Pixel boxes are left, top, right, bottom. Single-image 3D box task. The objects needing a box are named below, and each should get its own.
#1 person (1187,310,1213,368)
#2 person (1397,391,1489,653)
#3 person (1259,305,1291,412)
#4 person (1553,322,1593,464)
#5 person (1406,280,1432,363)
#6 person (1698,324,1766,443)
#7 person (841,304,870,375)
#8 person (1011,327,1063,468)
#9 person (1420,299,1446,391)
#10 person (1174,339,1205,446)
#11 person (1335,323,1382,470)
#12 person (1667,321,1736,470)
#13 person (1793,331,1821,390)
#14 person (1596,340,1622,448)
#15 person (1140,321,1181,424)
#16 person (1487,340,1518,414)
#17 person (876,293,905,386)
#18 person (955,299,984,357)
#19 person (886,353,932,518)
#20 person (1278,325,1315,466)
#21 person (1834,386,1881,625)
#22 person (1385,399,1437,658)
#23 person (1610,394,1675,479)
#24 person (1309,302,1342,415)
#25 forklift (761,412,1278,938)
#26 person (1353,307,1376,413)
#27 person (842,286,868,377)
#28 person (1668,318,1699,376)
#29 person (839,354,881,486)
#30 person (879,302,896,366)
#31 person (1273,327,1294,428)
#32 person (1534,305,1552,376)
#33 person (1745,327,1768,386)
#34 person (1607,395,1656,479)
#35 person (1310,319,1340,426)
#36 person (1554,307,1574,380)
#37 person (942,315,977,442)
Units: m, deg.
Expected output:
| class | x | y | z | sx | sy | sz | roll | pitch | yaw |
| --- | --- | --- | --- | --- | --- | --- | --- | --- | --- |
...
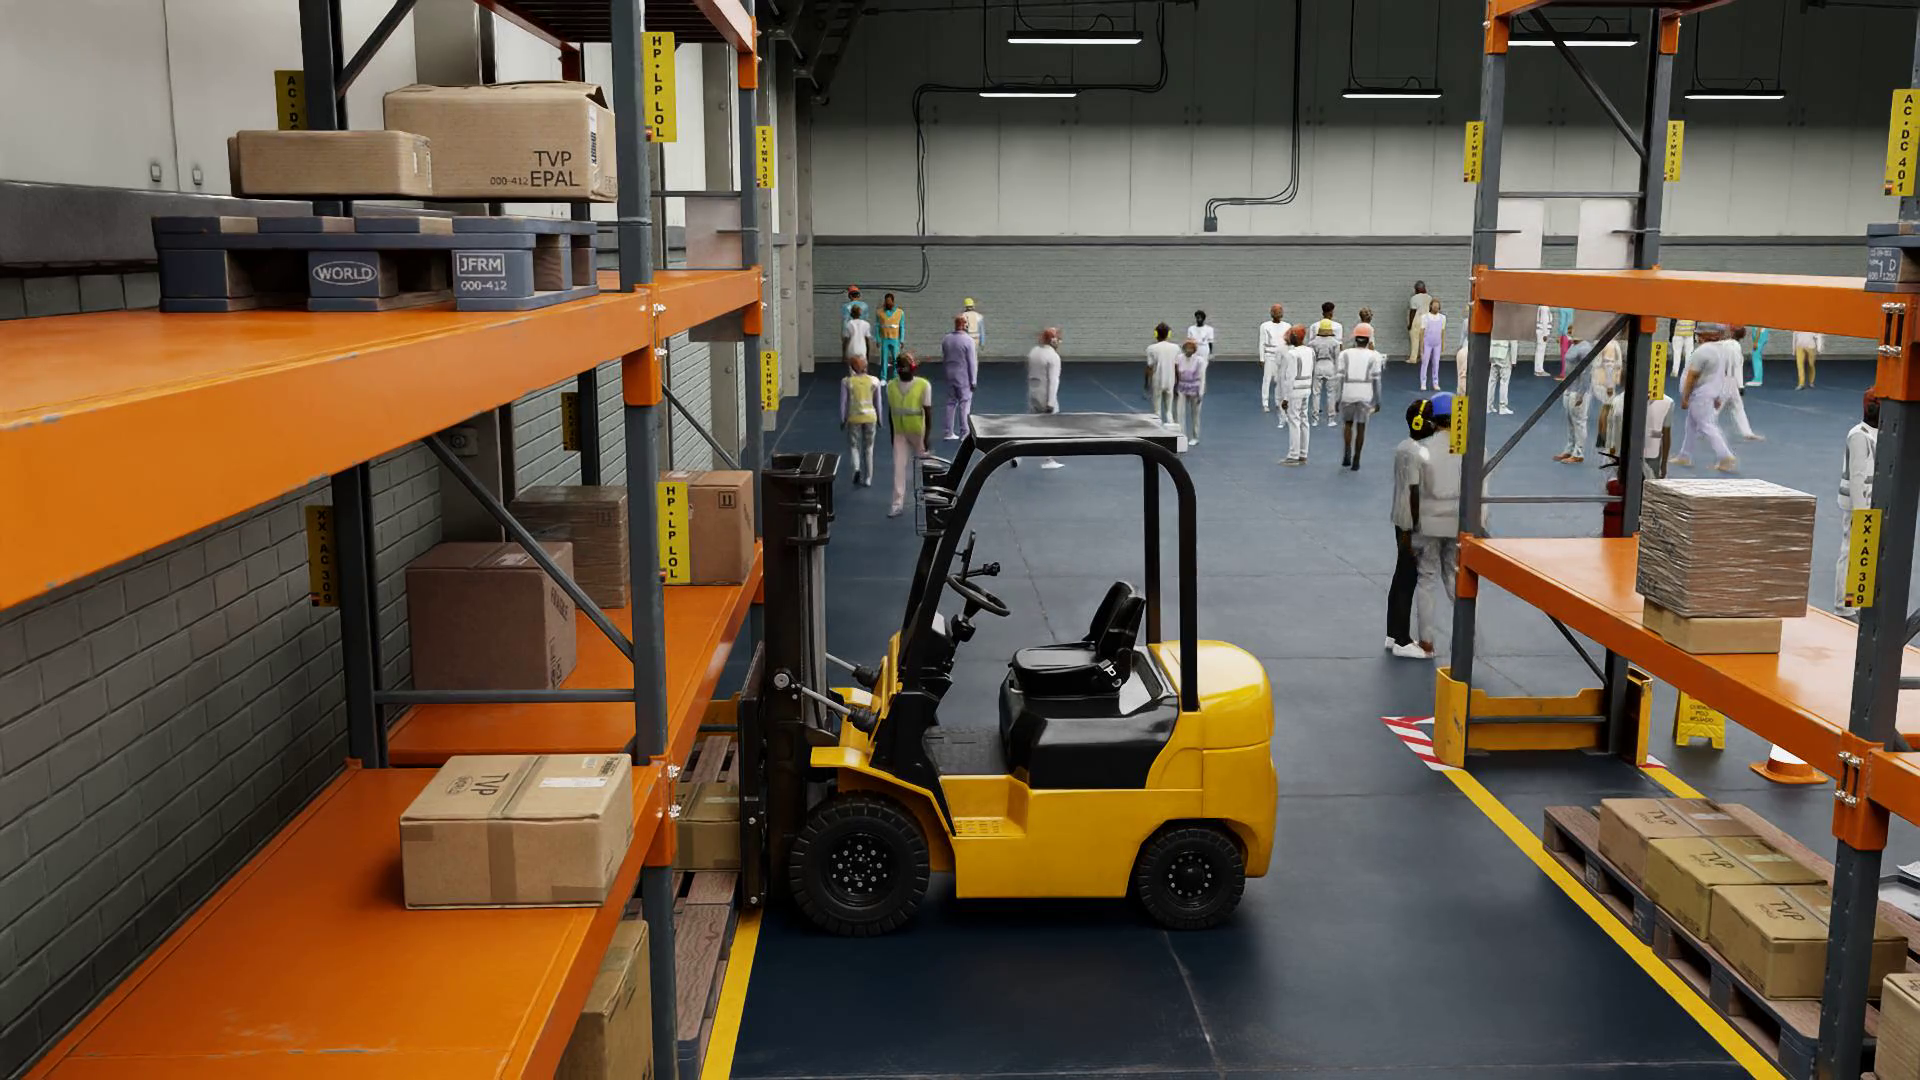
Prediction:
| class | x | y | z | sx | sy | sz | roll | pitch | yaw |
| --- | --- | --- | --- | --- | --- | --- | --- | --- | --- |
| person | 4.671 | -3.630 | 32.298 | 0.535 | 1.678 | 0.599 | 6 | 12 | 29 |
| person | 3.462 | -0.098 | 11.932 | 0.623 | 1.927 | 0.554 | 0 | 10 | -2 |
| person | 5.541 | -3.188 | 29.256 | 0.574 | 1.884 | 0.356 | -2 | 10 | -12 |
| person | 8.311 | -1.993 | 22.463 | 0.372 | 1.934 | 0.627 | 0 | 10 | 2 |
| person | 11.292 | -5.386 | 41.066 | 0.689 | 2.000 | 0.539 | -6 | 12 | -30 |
| person | 11.464 | -2.340 | 24.707 | 1.009 | 1.831 | 0.589 | 3 | 11 | 15 |
| person | -1.933 | -3.429 | 30.733 | 0.504 | 1.826 | 0.630 | -4 | 11 | -20 |
| person | 1.019 | -1.851 | 21.864 | 0.666 | 1.874 | 0.662 | -7 | 12 | -33 |
| person | 9.495 | -3.917 | 33.426 | 0.507 | 1.847 | 0.345 | -1 | 10 | -3 |
| person | 3.320 | -2.129 | 24.172 | 0.525 | 1.579 | 0.838 | 6 | 12 | 28 |
| person | 5.242 | -1.879 | 21.855 | 0.585 | 1.917 | 0.537 | 4 | 11 | 20 |
| person | 9.846 | -1.944 | 21.891 | 0.687 | 2.000 | 0.963 | -9 | 13 | -40 |
| person | 17.237 | -3.925 | 33.820 | 0.807 | 1.726 | 0.567 | -10 | 14 | -43 |
| person | 9.495 | -2.300 | 24.208 | 0.392 | 1.925 | 0.548 | 5 | 11 | 25 |
| person | 2.856 | -2.167 | 23.625 | 0.567 | 1.866 | 0.334 | -2 | 10 | -12 |
| person | 9.422 | -3.145 | 28.961 | 0.396 | 1.910 | 0.586 | -7 | 12 | -35 |
| person | -1.451 | -4.163 | 34.592 | 0.597 | 1.916 | 0.371 | 2 | 10 | 8 |
| person | 0.171 | -4.205 | 35.191 | 0.619 | 1.779 | 0.941 | -3 | 11 | -15 |
| person | -0.526 | -1.179 | 18.355 | 0.589 | 1.792 | 0.989 | 4 | 11 | 21 |
| person | 4.510 | -1.936 | 22.282 | 0.356 | 1.884 | 0.574 | 9 | 14 | 42 |
| person | 7.005 | -0.250 | 12.886 | 0.356 | 1.887 | 0.573 | 8 | 13 | 36 |
| person | 3.283 | -0.086 | 12.038 | 0.326 | 1.865 | 0.519 | 1 | 10 | 4 |
| person | 6.525 | -0.774 | 15.954 | 0.560 | 1.836 | 0.394 | 7 | 12 | 35 |
| person | 6.326 | -3.137 | 28.777 | 0.605 | 1.958 | 0.379 | 8 | 13 | 39 |
| forklift | 0.291 | 0.548 | 7.580 | 2.313 | 2.155 | 1.214 | 0 | 10 | -2 |
| person | 7.057 | -3.129 | 29.035 | 0.342 | 1.846 | 0.509 | -5 | 11 | -24 |
| person | -2.288 | -4.493 | 36.111 | 0.605 | 2.034 | 0.390 | -6 | 12 | -29 |
| person | 16.072 | -4.543 | 36.962 | 0.648 | 1.838 | 0.428 | 1 | 10 | 6 |
| person | -1.210 | -1.449 | 20.294 | 0.537 | 1.624 | 0.396 | -2 | 10 | -13 |
| person | -1.748 | -4.986 | 40.081 | 0.358 | 1.593 | 0.680 | -3 | 11 | -15 |
| person | 5.303 | -2.635 | 26.892 | 0.544 | 1.623 | 0.487 | -1 | 10 | -7 |
| person | 13.033 | -4.603 | 37.142 | 0.360 | 1.883 | 0.574 | 2 | 10 | 13 |
| person | 16.592 | -4.113 | 34.564 | 0.351 | 1.834 | 0.518 | 6 | 12 | 32 |
| person | 6.066 | -0.619 | 14.863 | 0.553 | 1.926 | 0.631 | 8 | 13 | 38 |
| person | 5.926 | -2.719 | 27.030 | 0.487 | 1.746 | 0.288 | 4 | 11 | 19 |
| person | 13.153 | -4.454 | 36.007 | 0.612 | 1.991 | 0.392 | -6 | 12 | -29 |
| person | 0.018 | -2.425 | 24.982 | 0.645 | 1.898 | 0.397 | 10 | 14 | 43 |
